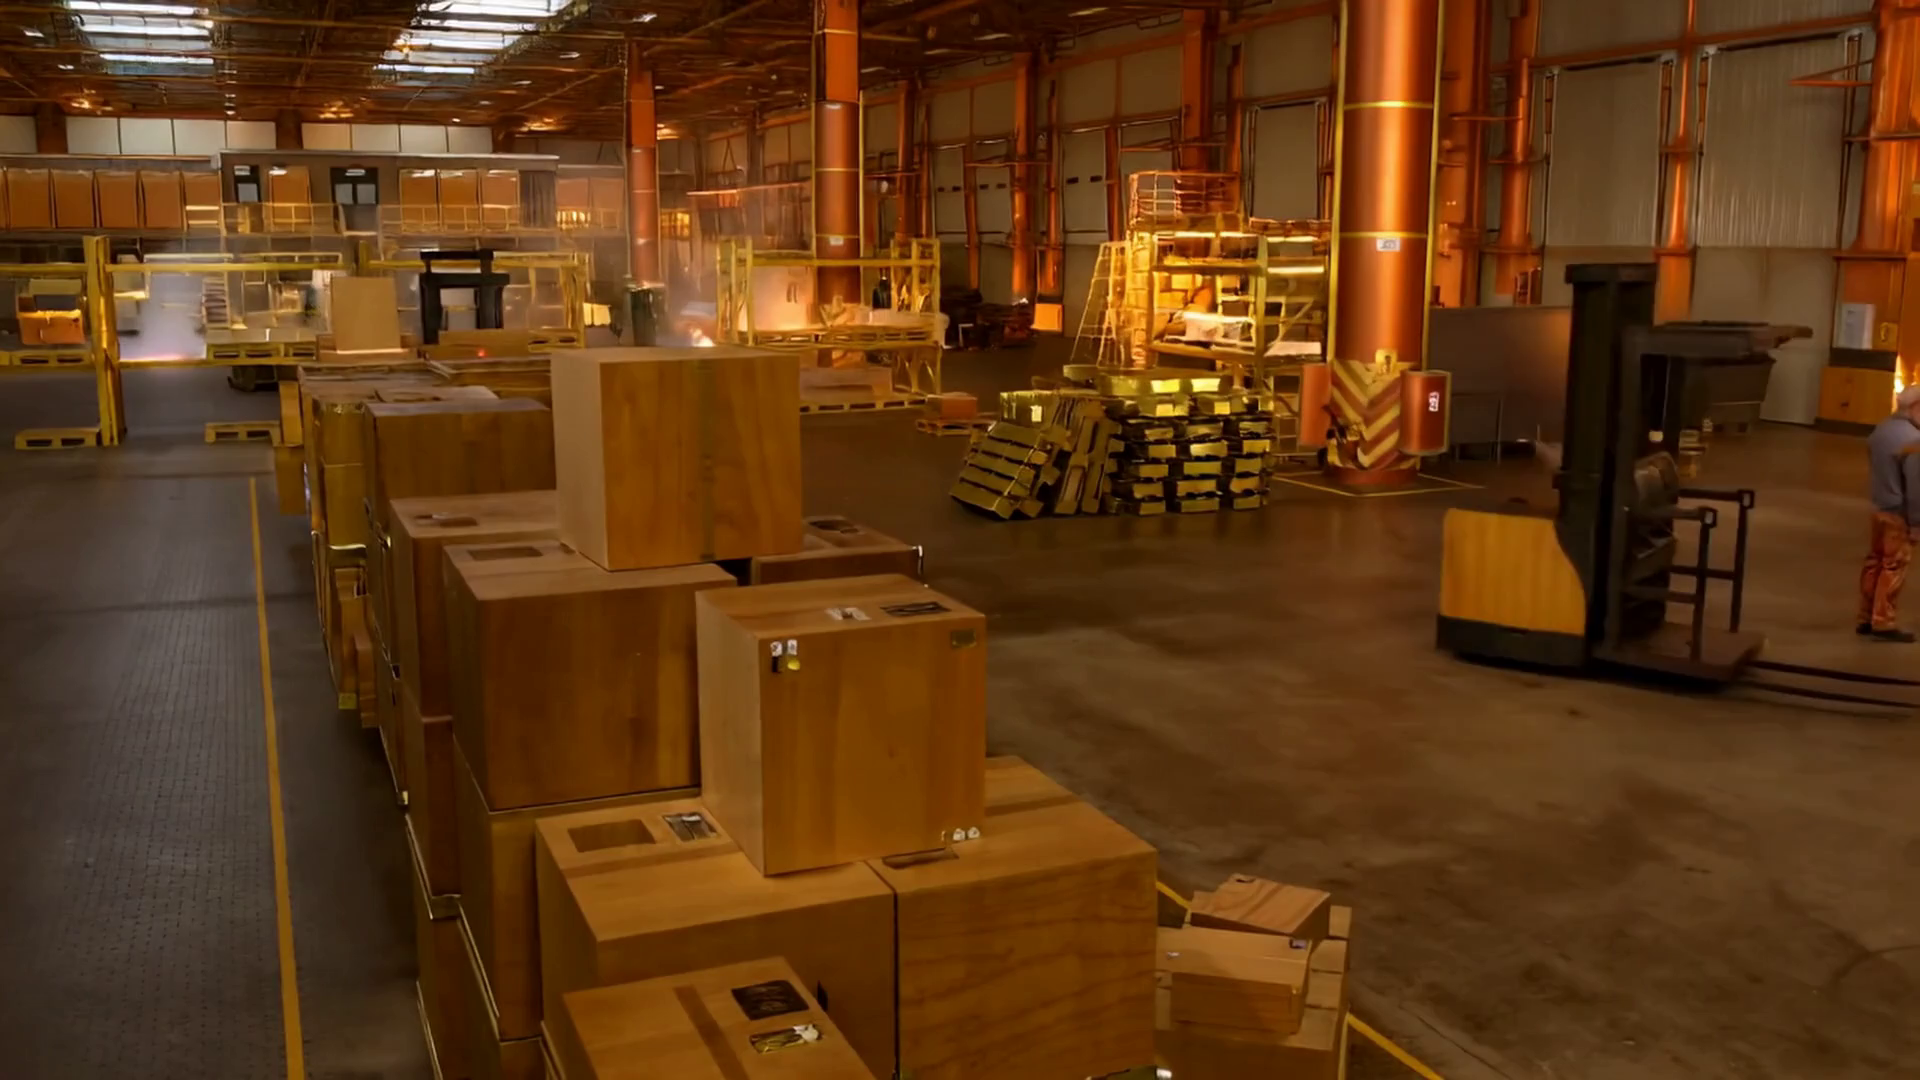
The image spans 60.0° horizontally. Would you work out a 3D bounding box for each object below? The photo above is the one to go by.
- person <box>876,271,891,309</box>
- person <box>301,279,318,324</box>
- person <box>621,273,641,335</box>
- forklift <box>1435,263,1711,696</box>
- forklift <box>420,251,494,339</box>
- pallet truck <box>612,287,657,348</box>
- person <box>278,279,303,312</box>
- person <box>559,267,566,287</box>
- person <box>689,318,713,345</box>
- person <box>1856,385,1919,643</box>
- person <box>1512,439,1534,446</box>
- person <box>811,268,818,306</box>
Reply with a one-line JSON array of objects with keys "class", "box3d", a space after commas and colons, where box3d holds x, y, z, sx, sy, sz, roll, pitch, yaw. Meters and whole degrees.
[{"class": "person", "box3d": [-2.692, -8.638, 59.145, 0.563, 1.848, 0.392, 1, 10, 3]}, {"class": "person", "box3d": [-18.429, -6.424, 46.929, 0.889, 1.846, 0.601, 5, 12, 28]}, {"class": "person", "box3d": [-10.229, -7.267, 51.362, 0.654, 1.919, 0.733, 7, 13, 35]}, {"class": "forklift", "box3d": [4.444, -0.521, 11.556, 1.873, 2.768, 1.129, 8, 13, 37]}, {"class": "forklift", "box3d": [-6.898, -2.600, 23.016, 1.129, 2.768, 1.873, -4, 11, -23]}, {"class": "pallet truck", "box3d": [-6.464, -4.406, 35.401, 0.823, 1.965, 1.885, 6, 12, 32]}, {"class": "person", "box3d": [-16.202, -5.292, 40.168, 0.536, 2.000, 0.683, 3, 11, 15]}, {"class": "person", "box3d": [-14.008, -8.593, 58.535, 0.659, 1.972, 0.659, -5, 11, -24]}, {"class": "person", "box3d": [-3.494, -2.022, 22.428, 0.373, 1.940, 0.629, -6, 12, -31]}, {"class": "person", "box3d": [6.967, -0.192, 12.381, 0.384, 1.930, 0.634, 0, 10, 0]}, {"class": "person", "box3d": [8.265, -2.314, 24.094, 0.500, 1.912, 0.611, 7, 13, 35]}, {"class": "person", "box3d": [-5.635, -9.846, 65.850, 0.652, 1.830, 0.438, -2, 11, -12]}]
